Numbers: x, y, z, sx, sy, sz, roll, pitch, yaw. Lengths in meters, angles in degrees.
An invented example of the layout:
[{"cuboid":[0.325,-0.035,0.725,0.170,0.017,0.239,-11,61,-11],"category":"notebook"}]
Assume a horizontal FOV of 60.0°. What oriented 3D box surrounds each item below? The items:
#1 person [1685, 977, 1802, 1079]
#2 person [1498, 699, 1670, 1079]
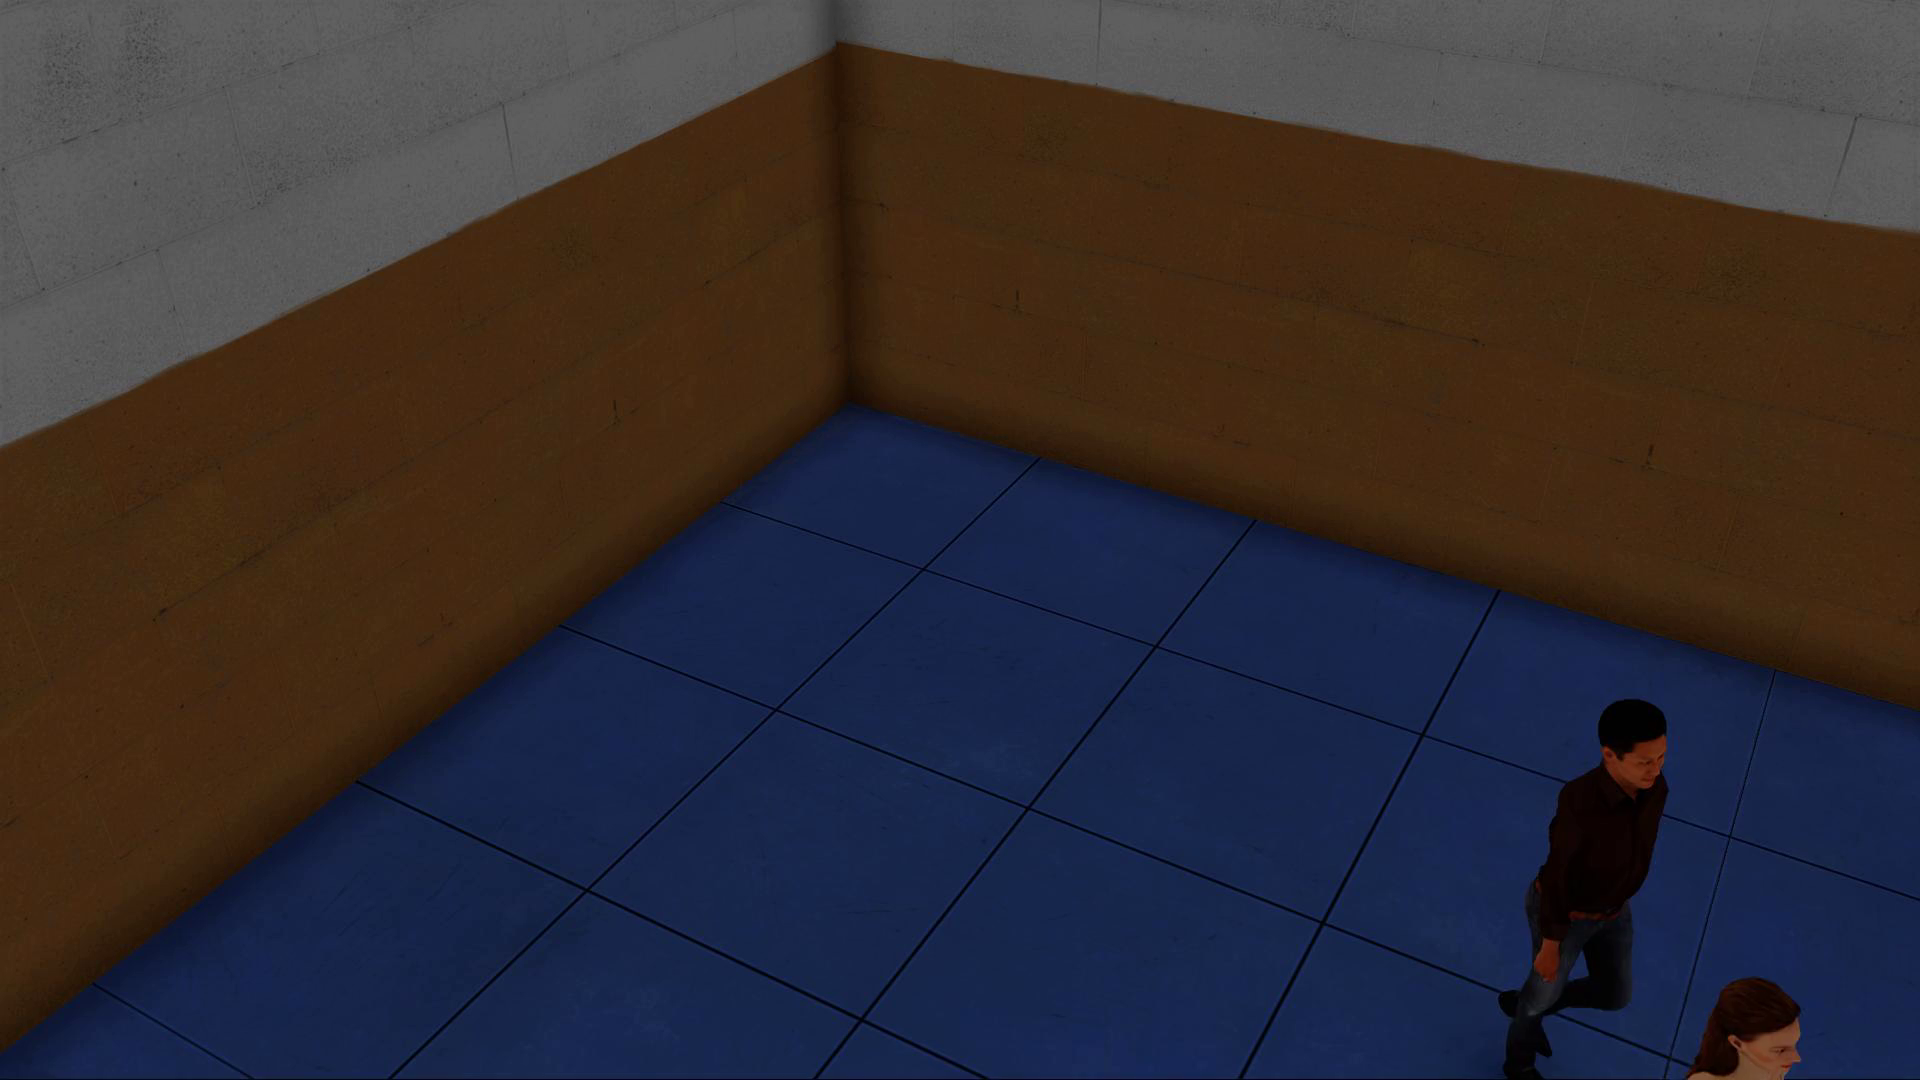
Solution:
[{"cuboid":[2.044,1.813,4.786,1.002,1.600,0.875,-23,40,-30],"category":"person"},{"cuboid":[2.008,1.186,5.573,0.782,1.771,0.858,-16,37,-22],"category":"person"}]
